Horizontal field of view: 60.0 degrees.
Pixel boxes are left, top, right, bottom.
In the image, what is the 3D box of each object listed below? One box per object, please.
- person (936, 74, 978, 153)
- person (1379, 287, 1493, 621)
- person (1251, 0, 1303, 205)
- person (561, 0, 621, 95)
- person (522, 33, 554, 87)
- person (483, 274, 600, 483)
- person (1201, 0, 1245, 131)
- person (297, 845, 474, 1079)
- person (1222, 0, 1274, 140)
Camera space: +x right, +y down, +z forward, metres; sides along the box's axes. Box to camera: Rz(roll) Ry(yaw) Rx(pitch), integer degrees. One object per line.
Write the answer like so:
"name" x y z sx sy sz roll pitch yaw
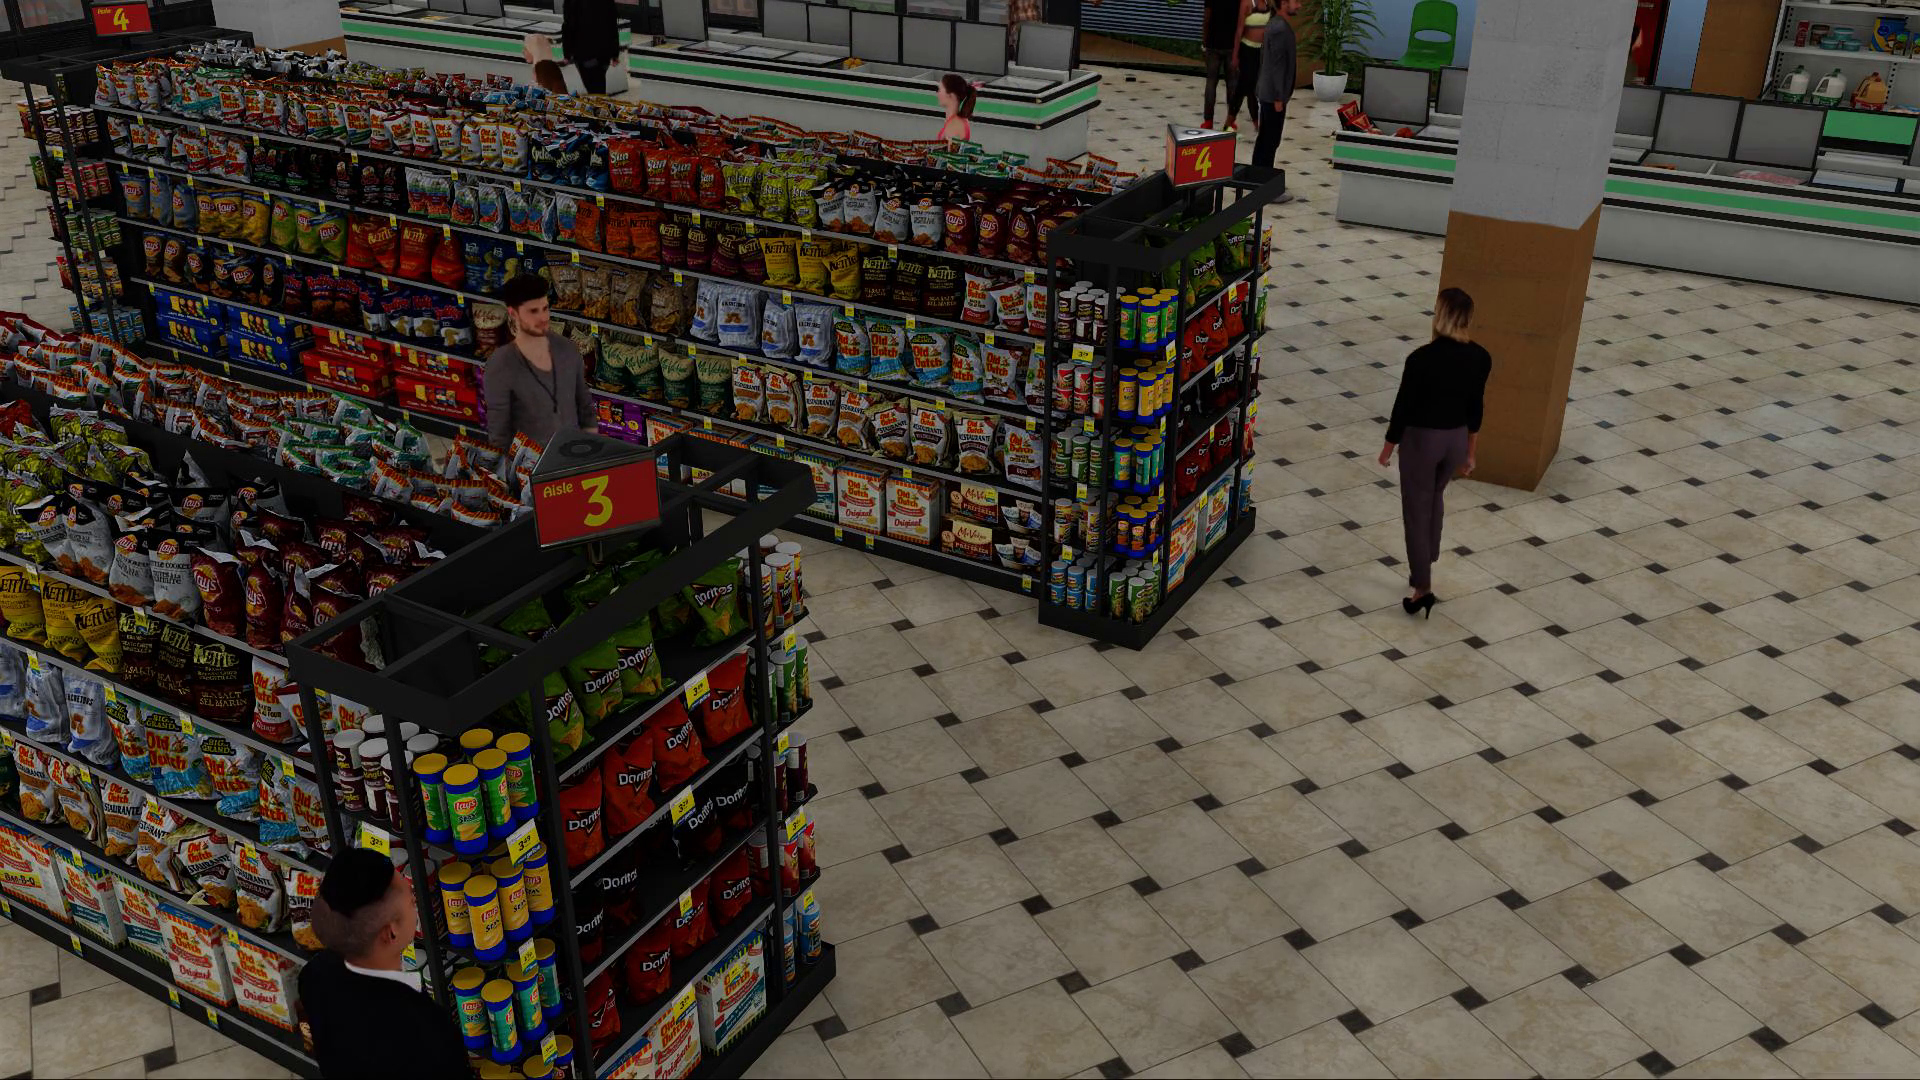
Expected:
"person" 0.017 -2.453 11.988 1.042 1.731 0.761 6 27 12
"person" 2.301 -0.362 7.945 0.728 1.658 0.783 -9 28 -18
"person" 2.805 -3.979 14.841 0.791 1.871 0.781 -1 27 -1
"person" -3.587 -4.751 16.452 1.268 1.791 0.901 24 35 39
"person" -3.269 -3.197 13.447 0.986 1.737 0.856 -2 27 -3
"person" -1.923 -0.300 7.582 1.237 1.875 0.844 21 34 35
"person" 2.729 -5.134 17.192 0.629 1.805 0.772 2 27 4
"person" -1.342 1.543 3.872 0.871 1.943 0.768 -24 36 -39
"person" 2.855 -4.867 16.770 0.798 1.710 1.137 -20 33 -34
